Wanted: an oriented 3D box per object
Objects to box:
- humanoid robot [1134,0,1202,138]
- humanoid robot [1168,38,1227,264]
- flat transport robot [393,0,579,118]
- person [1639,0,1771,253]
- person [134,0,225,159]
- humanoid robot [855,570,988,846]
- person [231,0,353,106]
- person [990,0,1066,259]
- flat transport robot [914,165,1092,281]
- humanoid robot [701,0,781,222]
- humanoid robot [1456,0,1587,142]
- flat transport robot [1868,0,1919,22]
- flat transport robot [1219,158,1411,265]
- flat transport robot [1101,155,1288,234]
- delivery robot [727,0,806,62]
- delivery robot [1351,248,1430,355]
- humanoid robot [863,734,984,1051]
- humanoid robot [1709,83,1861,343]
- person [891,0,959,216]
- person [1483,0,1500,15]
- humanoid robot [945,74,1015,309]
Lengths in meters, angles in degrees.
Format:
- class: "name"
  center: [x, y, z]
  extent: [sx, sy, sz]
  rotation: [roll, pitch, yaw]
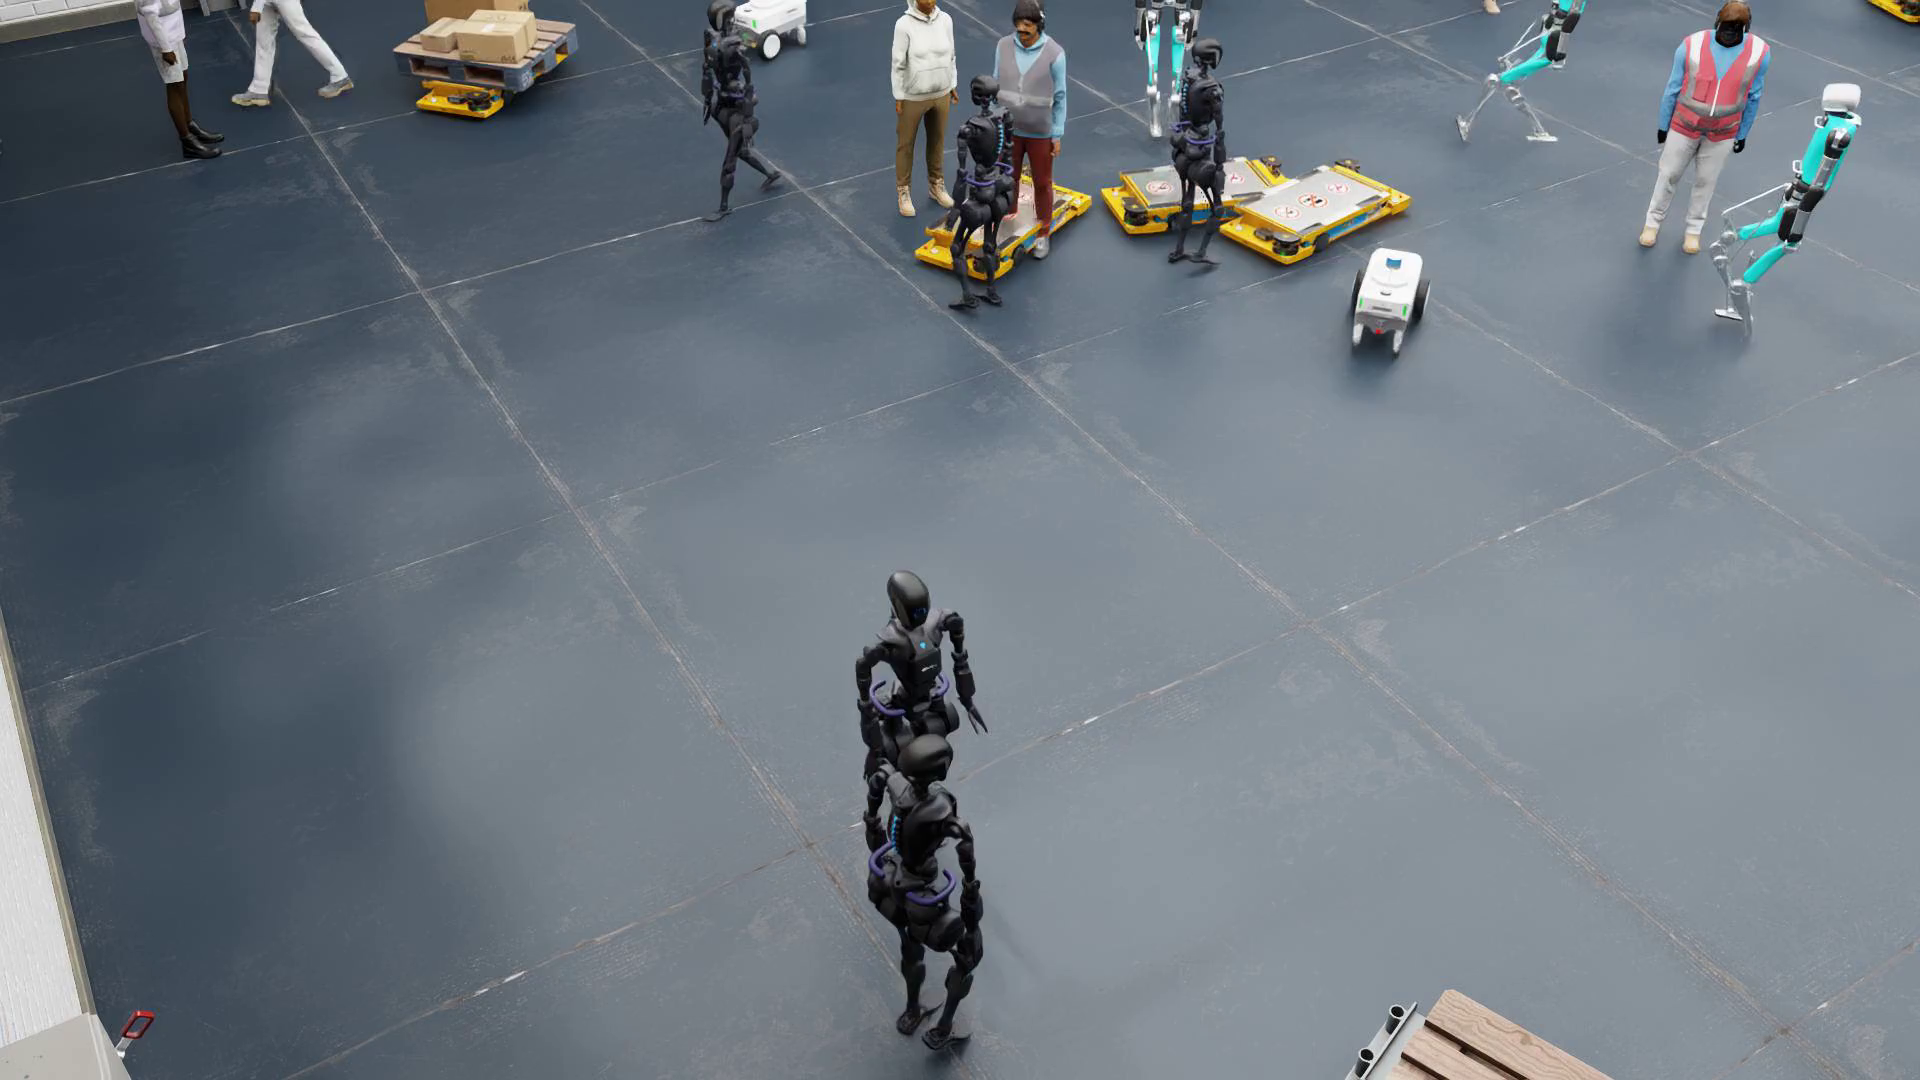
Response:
- class: "humanoid robot"
  center: [1.644, -3.921, 13.088]
  extent: [0.545, 1.818, 0.757]
  rotation: [0, 38, 0]
- class: "humanoid robot"
  center: [1.653, -2.691, 11.549]
  extent: [0.339, 1.656, 0.589]
  rotation: [-16, 41, -19]
- class: "flat transport robot"
  center: [-4.039, -4.043, 14.393]
  extent: [0.659, 0.231, 1.431]
  rotation: [11, 40, 14]
- class: "person"
  center: [5.226, -2.895, 11.692]
  extent: [0.628, 1.837, 0.431]
  rotation: [12, 40, 15]
- class: "person"
  center: [-6.137, -3.931, 12.916]
  extent: [0.372, 1.931, 0.542]
  rotation: [-7, 39, -9]
- class: "humanoid robot"
  center: [-0.167, 0.779, 7.176]
  extent: [0.602, 1.647, 0.407]
  rotation: [-23, 44, -26]
- class: "person"
  center: [-5.658, -4.487, 13.697]
  extent: [0.990, 1.837, 0.580]
  rotation: [-21, 43, -24]
- class: "person"
  center: [0.471, -2.881, 11.634]
  extent: [0.546, 1.874, 0.410]
  rotation: [13, 40, 15]
- class: "flat transport robot"
  center: [0.334, -2.342, 12.247]
  extent: [0.659, 0.231, 1.431]
  rotation: [22, 43, 26]
- class: "humanoid robot"
  center: [-1.646, -3.198, 12.241]
  extent: [0.588, 1.636, 0.785]
  rotation: [32, 48, 34]
- class: "humanoid robot"
  center: [4.399, -3.950, 13.110]
  extent: [0.966, 1.761, 0.545]
  rotation: [4, 39, 6]
- class: "flat transport robot"
  center: [9.438, -5.182, 15.831]
  extent: [1.431, 0.231, 0.659]
  rotation: [-9, 39, -11]
- class: "flat transport robot"
  center: [2.659, -2.458, 12.393]
  extent: [1.431, 0.231, 0.659]
  rotation: [-28, 46, -31]
- class: "flat transport robot"
  center: [1.847, -2.613, 12.588]
  extent: [1.431, 0.231, 0.659]
  rotation: [-9, 39, -11]
- class: "delivery robot"
  center: [-1.726, -4.668, 14.954]
  extent: [0.521, 0.598, 0.769]
  rotation: [27, 46, 30]
- class: "delivery robot"
  center: [2.870, -1.643, 11.148]
  extent: [0.499, 0.610, 0.814]
  rotation: [13, 40, 15]
- class: "humanoid robot"
  center: [-0.155, 1.360, 6.442]
  extent: [0.609, 1.653, 0.317]
  rotation: [29, 47, 31]
- class: "humanoid robot"
  center: [5.216, -2.084, 10.799]
  extent: [0.737, 1.870, 0.538]
  rotation: [14, 41, 17]
- class: "person"
  center: [-0.272, -3.268, 12.209]
  extent: [0.519, 1.767, 0.375]
  rotation: [-16, 41, -19]
- class: "person"
  center: [5.067, -5.784, 15.451]
  extent: [0.539, 1.677, 0.517]
  rotation: [-9, 39, -12]
- class: "humanoid robot"
  center: [0.161, -2.303, 11.056]
  extent: [0.319, 1.649, 0.615]
  rotation: [28, 46, 31]
